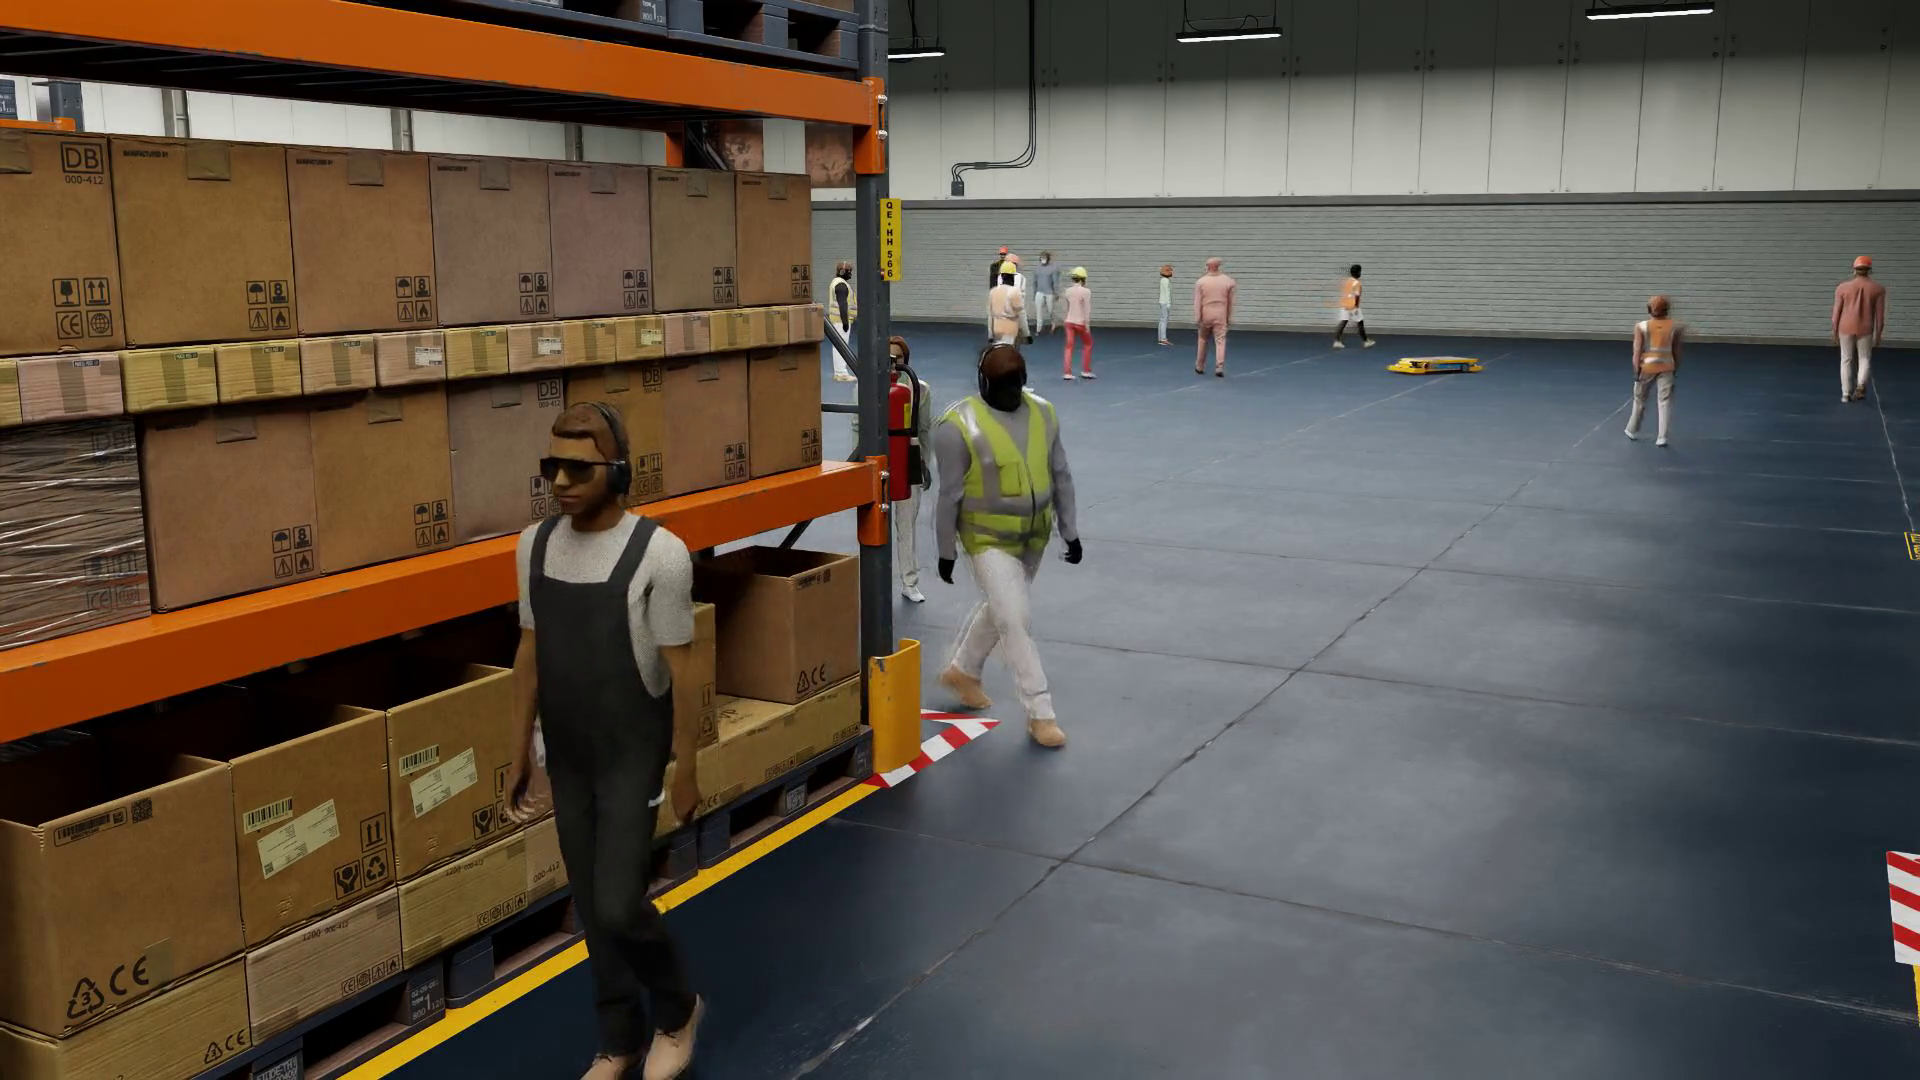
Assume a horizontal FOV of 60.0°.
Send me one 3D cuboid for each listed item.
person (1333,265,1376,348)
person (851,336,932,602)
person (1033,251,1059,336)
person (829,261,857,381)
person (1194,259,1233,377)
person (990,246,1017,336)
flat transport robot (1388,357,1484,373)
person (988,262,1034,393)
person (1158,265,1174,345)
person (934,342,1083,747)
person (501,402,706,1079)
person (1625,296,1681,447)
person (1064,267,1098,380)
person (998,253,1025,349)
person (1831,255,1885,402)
[{"bbox_3d":[7.835,-4.628,33.037,0.875,1.644,0.533,-4,11,-21],"label":"person"},{"bbox_3d":[-0.416,-0.424,10.152,0.513,1.641,0.307,-3,11,-18],"label":"person"},{"bbox_3d":[1.950,-5.541,37.370,0.630,1.904,0.931,4,11,21],"label":"person"},{"bbox_3d":[-1.799,-3.368,25.675,0.430,1.838,0.619,-2,11,-12],"label":"person"},{"bbox_3d":[4.049,-3.557,26.644,0.639,1.858,1.003,0,10,-3],"label":"person"},{"bbox_3d":[0.967,-5.532,37.036,0.622,1.992,0.396,-1,10,-3],"label":"person"},{"bbox_3d":[7.812,-2.878,27.267,1.431,0.197,0.652,-5,11,-24],"label":"flat transport robot"},{"bbox_3d":[0.661,-2.859,22.788,0.995,1.876,0.587,-8,13,-37],"label":"person"},{"bbox_3d":[4.248,-4.849,34.290,0.279,1.636,0.499,-1,10,-6],"label":"person"},{"bbox_3d":[0.176,-0.017,7.568,0.687,1.791,0.921,-7,13,-35],"label":"person"},{"bbox_3d":[-0.916,0.562,4.230,0.501,1.833,0.399,5,12,26],"label":"person"},{"bbox_3d":[7.465,-1.816,17.878,0.517,1.591,0.872,1,10,8],"label":"person"},{"bbox_3d":[1.882,-3.368,25.921,0.547,1.736,0.725,10,15,44],"label":"person"},{"bbox_3d":[0.875,-4.069,29.257,0.581,1.917,0.474,-5,12,-26],"label":"person"},{"bbox_3d":[12.047,-2.827,22.344,0.615,1.980,0.441,5,11,25],"label":"person"}]
